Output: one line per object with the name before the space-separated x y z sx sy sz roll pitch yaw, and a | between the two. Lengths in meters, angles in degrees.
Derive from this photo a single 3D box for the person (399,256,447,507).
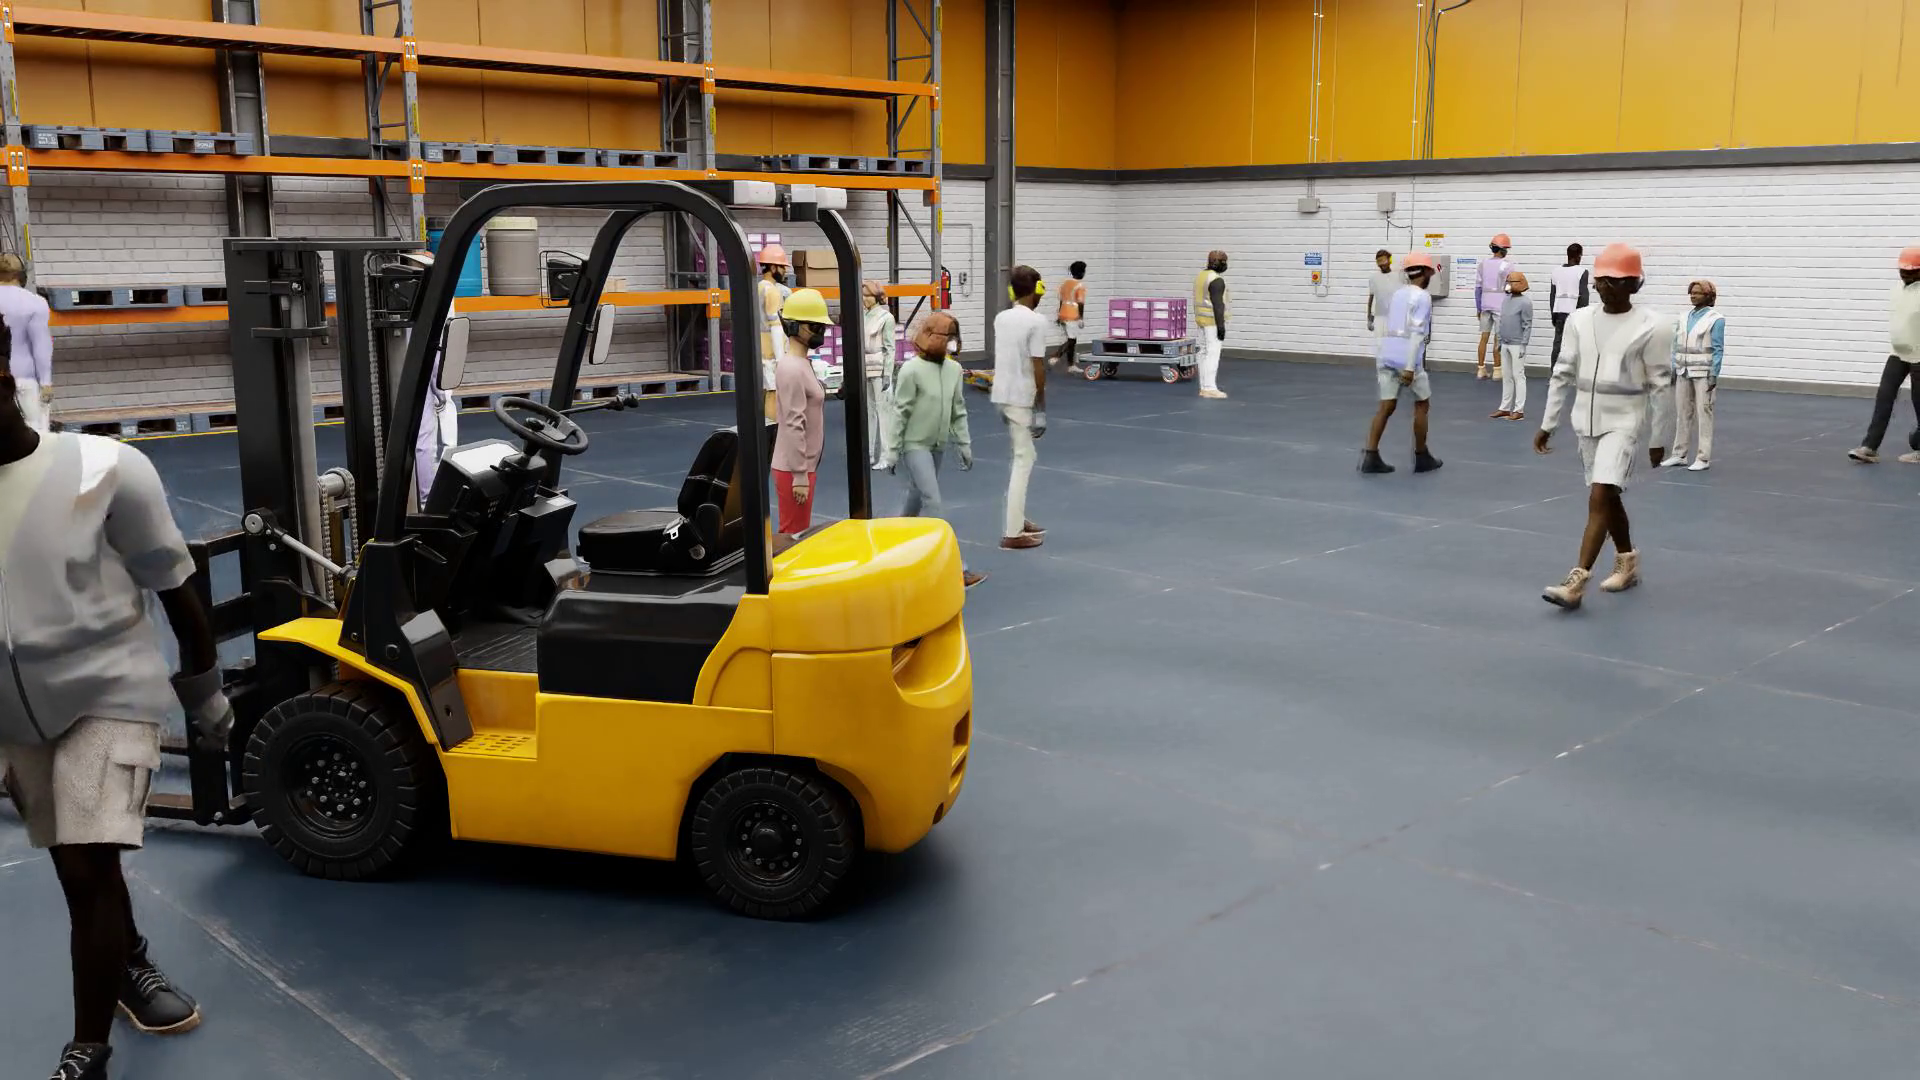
person | -3.963 -1.073 11.763 0.652 1.906 0.403 -3 11 -15

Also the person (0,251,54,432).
person | -7.217 -1.220 12.571 0.642 1.916 0.777 1 10 8

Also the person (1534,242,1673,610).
person | 3.550 -0.631 9.157 1.070 1.989 0.613 -7 13 -34

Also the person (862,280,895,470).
person | -0.750 -1.428 14.434 0.307 1.638 0.513 -10 14 -42

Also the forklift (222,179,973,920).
forklift | -1.114 -0.058 5.440 2.313 2.155 1.214 2 11 13

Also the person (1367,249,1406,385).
person | 5.835 -3.038 22.678 0.564 1.842 0.575 4 11 19

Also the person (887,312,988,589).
person | -0.146 -0.507 9.529 0.863 1.576 0.509 8 13 37

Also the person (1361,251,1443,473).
person | 3.818 -1.509 14.182 0.886 1.881 0.562 -4 11 -23

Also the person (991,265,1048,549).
person | 0.402 -0.874 10.901 0.543 1.834 0.513 -6 12 -32

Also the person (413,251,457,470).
person | -4.549 -1.525 14.293 0.575 1.883 0.362 7 13 35

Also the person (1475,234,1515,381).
person | 7.507 -3.251 23.284 0.391 2.039 0.628 -7 12 -33

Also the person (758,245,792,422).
person | -1.692 -1.688 15.038 0.377 1.932 0.552 -5 12 -27

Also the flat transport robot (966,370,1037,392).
flat transport robot | 0.575 -2.094 21.789 0.652 0.197 1.431 -3 11 -15

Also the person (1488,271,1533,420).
person | 6.073 -2.133 18.282 0.278 1.634 0.498 -3 11 -17

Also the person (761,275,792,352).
person | -2.188 -2.450 19.713 0.492 1.743 0.296 3 11 14

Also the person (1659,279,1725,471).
person | 6.365 -1.424 14.393 0.307 1.645 0.517 -4 11 -22

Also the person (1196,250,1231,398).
person | 3.175 -2.694 20.837 0.430 1.831 0.650 -1 10 -8

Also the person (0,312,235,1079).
person | -2.084 0.383 3.877 0.623 1.905 0.846 0 10 -1

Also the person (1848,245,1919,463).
person | 8.320 -1.620 14.666 0.925 1.931 0.660 -2 11 -12

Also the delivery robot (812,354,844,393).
delivery robot | -1.763 -2.046 20.502 0.477 0.478 0.707 -10 14 -44

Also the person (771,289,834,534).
person | -0.769 -0.341 8.165 0.322 1.763 0.533 -1 10 -3

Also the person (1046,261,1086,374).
person | 1.529 -3.224 24.141 0.639 1.662 0.543 -4 11 -22

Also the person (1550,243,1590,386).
person | 8.229 -3.043 22.485 0.392 1.914 0.588 -7 12 -32
